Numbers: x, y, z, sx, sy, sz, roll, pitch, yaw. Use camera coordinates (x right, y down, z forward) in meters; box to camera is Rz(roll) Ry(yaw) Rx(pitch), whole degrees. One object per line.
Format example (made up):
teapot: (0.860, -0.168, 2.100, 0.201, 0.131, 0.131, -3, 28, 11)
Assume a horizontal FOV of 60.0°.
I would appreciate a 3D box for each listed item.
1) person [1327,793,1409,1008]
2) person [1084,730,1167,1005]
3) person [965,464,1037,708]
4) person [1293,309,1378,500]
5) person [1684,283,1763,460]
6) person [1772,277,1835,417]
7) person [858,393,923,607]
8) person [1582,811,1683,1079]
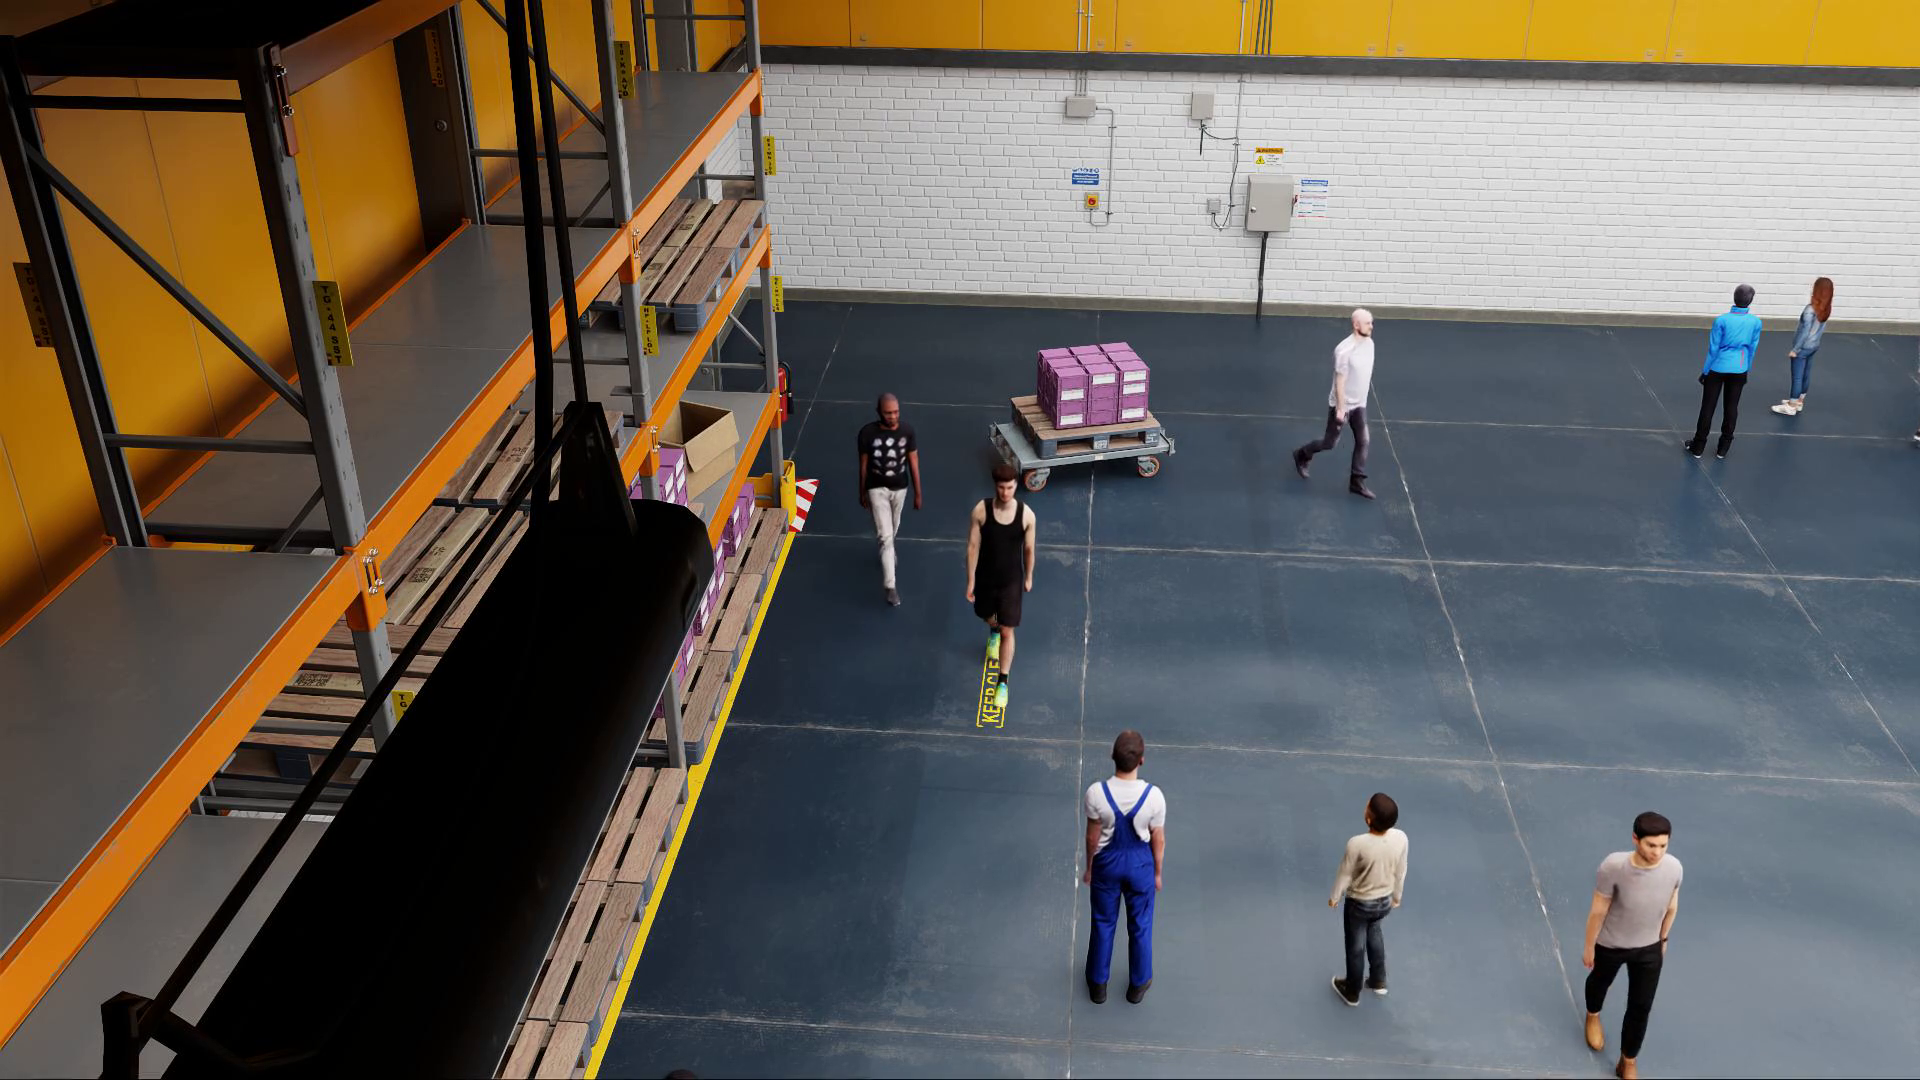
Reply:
person: (2.398, 2.128, 9.613, 0.651, 1.453, 0.680, -10, 30, -18)
person: (0.938, 1.900, 9.614, 0.623, 1.851, 0.562, 4, 29, 6)
person: (0.294, 0.250, 12.633, 0.694, 1.858, 1.182, 4, 29, 8)
person: (3.545, -1.294, 15.516, 1.122, 1.807, 1.207, -21, 35, -33)
person: (7.455, -1.637, 16.164, 0.593, 1.788, 0.526, 2, 29, 4)
person: (8.744, -2.009, 17.171, 0.630, 1.477, 0.691, -22, 35, -34)
person: (-0.623, -0.439, 14.009, 0.979, 1.749, 1.354, -8, 30, -14)
person: (3.710, 2.170, 9.277, 0.665, 1.699, 0.917, 4, 29, 8)
